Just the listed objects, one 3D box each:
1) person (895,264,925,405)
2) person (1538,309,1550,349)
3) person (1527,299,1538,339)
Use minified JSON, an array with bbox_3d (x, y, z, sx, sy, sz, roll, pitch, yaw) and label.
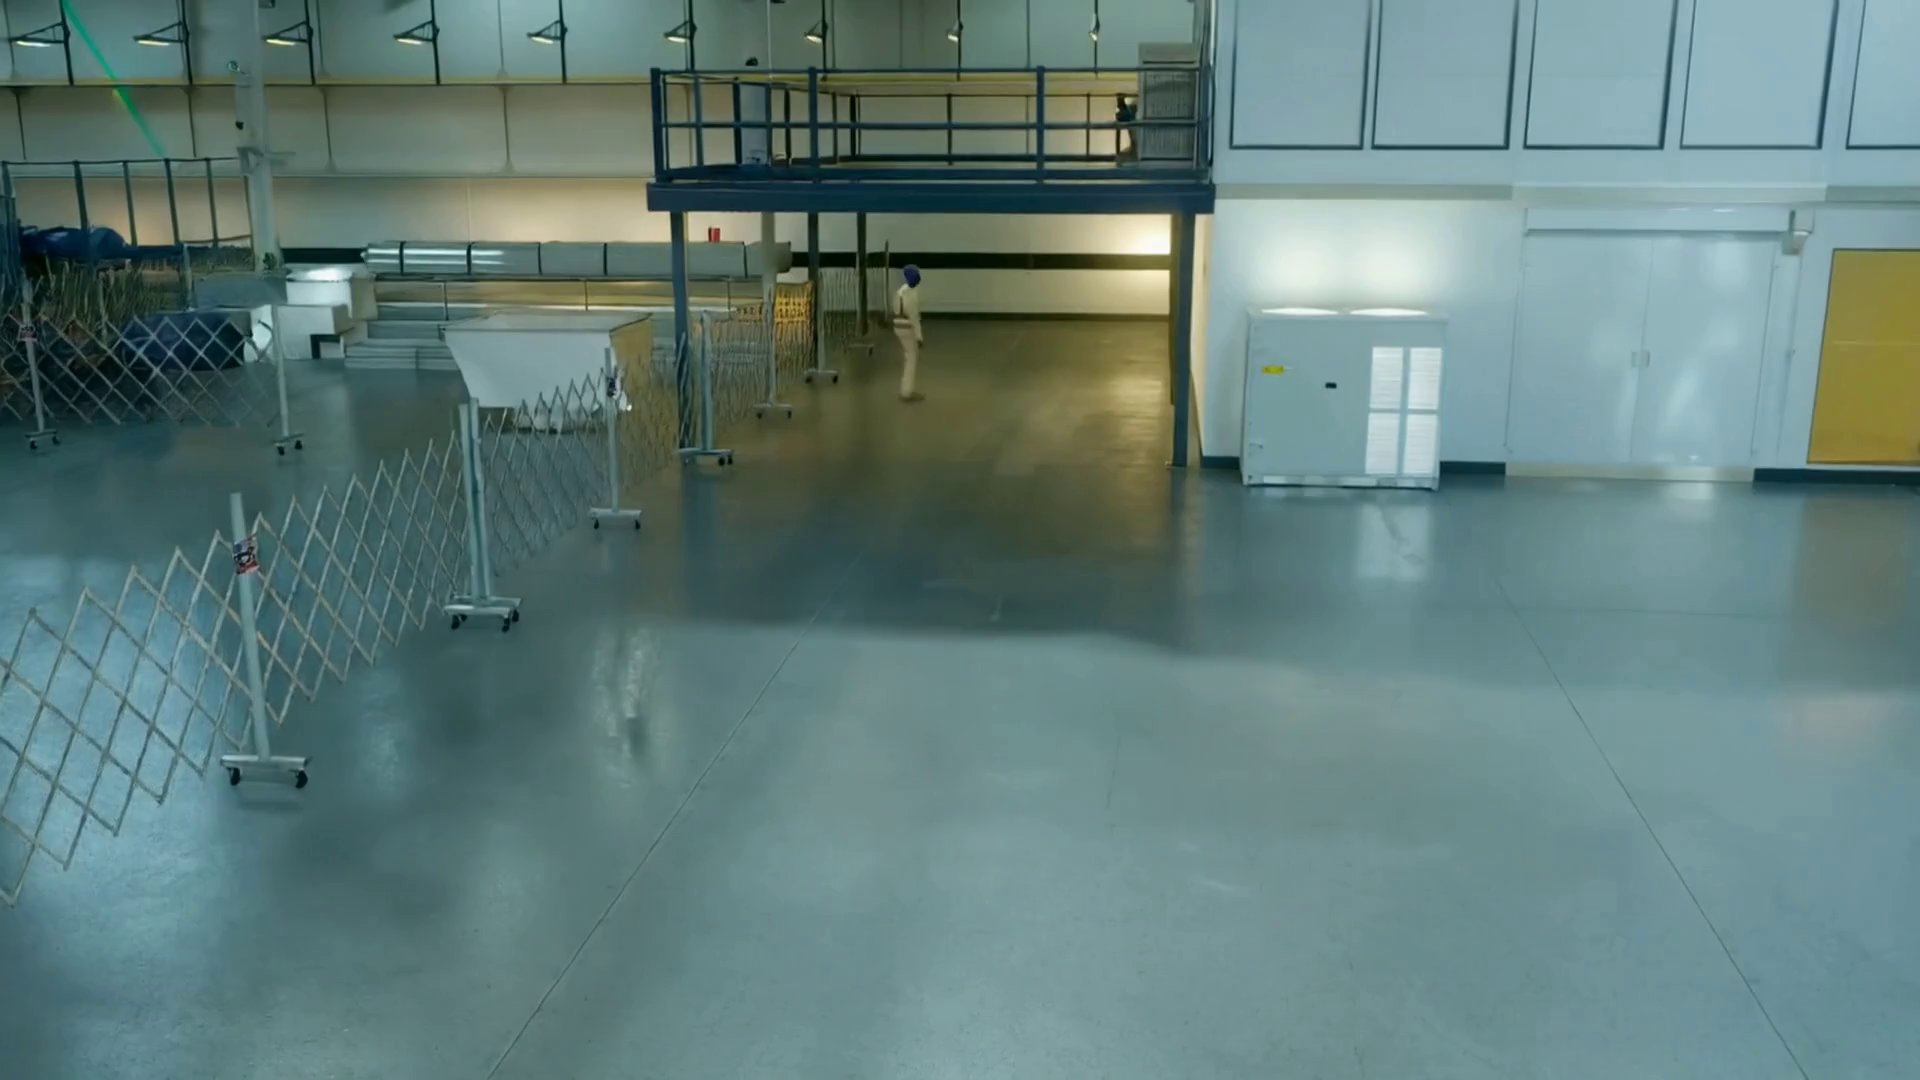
[{"bbox_3d":[-0.645,-2.729,22.077,0.456,1.865,0.634,-3,14,-11],"label":"person"},{"bbox_3d":[7.222,-2.265,20.683,0.845,1.594,0.498,8,16,29],"label":"person"},{"bbox_3d":[8.246,-3.143,23.764,0.580,1.855,0.539,13,19,42],"label":"person"}]
